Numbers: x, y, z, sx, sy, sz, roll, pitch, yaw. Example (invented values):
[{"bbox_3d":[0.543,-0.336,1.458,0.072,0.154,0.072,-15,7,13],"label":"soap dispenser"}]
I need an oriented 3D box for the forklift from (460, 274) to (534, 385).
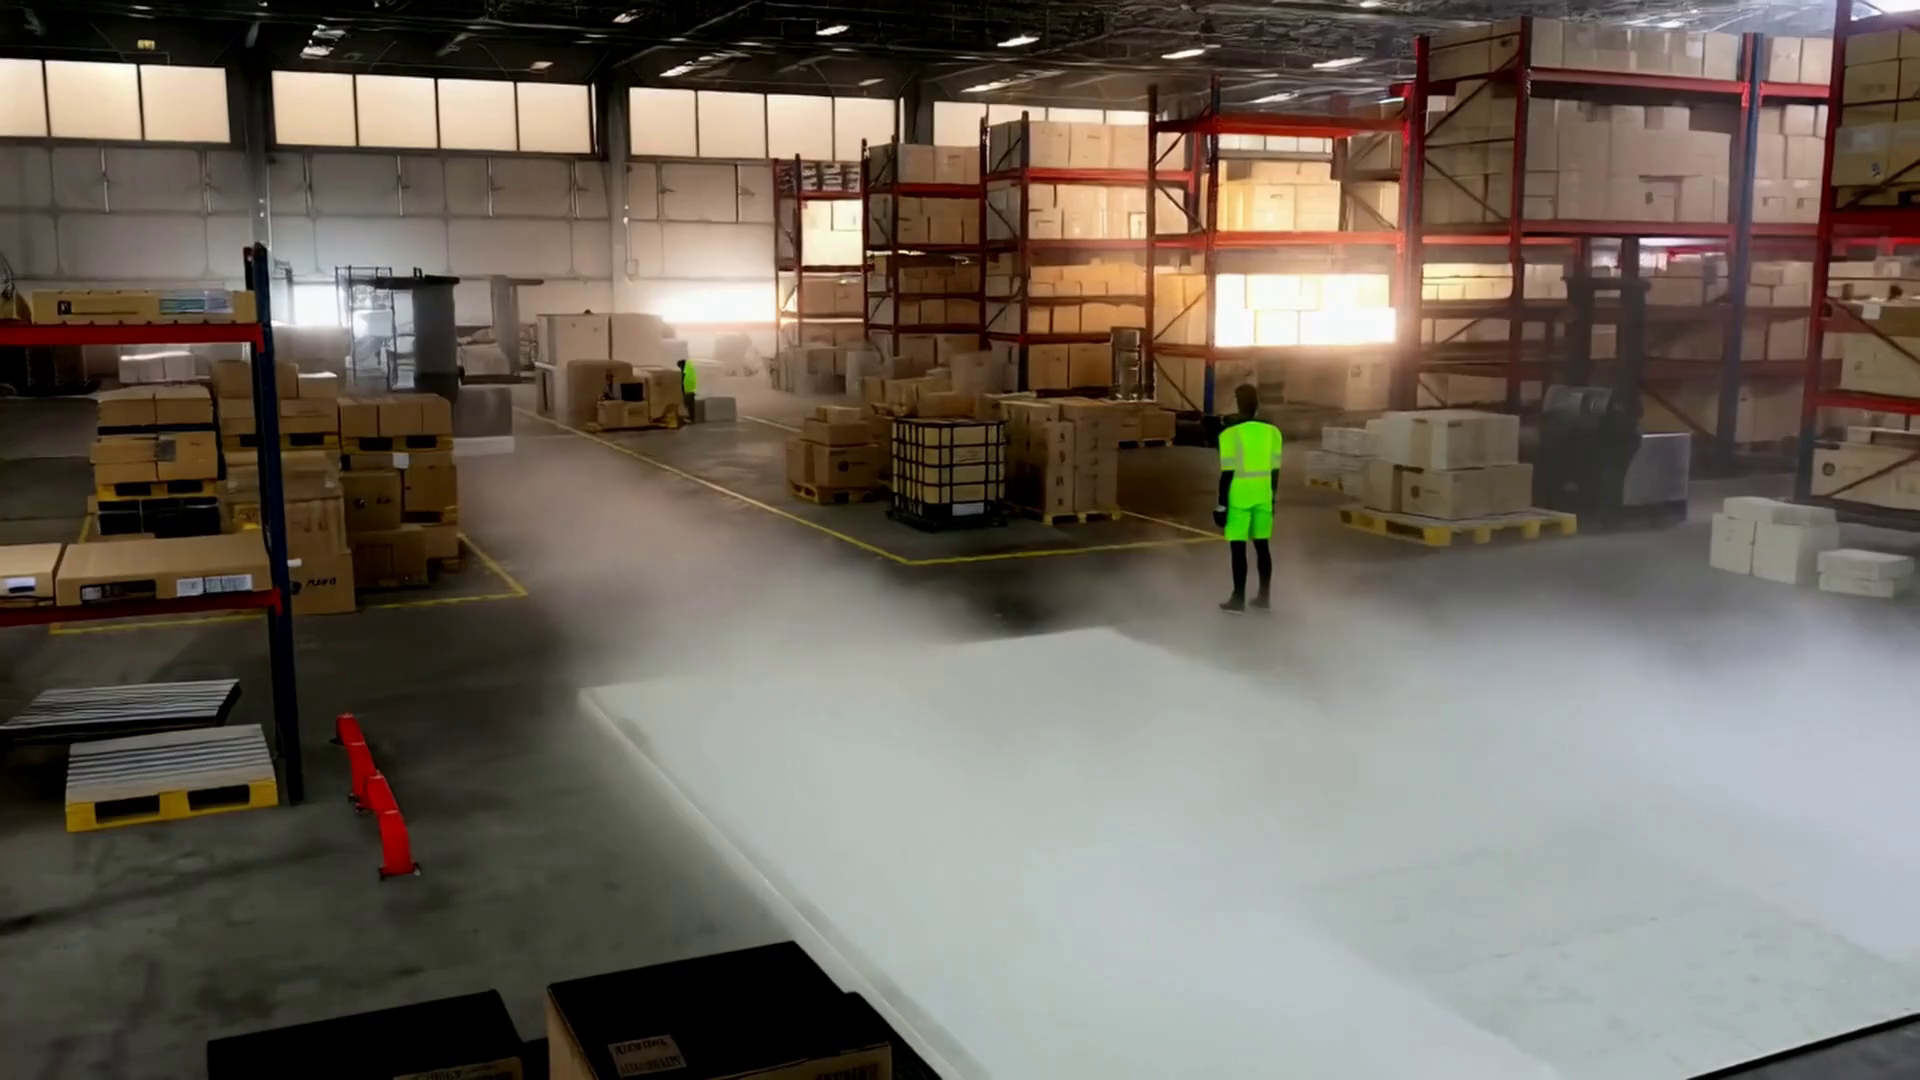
[{"bbox_3d":[-11.695,-5.343,42.237,1.873,2.768,1.129,-4,10,-25],"label":"forklift"}]

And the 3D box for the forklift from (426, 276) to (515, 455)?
[{"bbox_3d":[-8.069,-2.737,26.069,1.873,2.768,1.129,-4,10,-25],"label":"forklift"}]

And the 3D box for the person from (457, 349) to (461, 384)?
[{"bbox_3d":[-8.706,-2.604,27.977,0.611,1.996,0.387,-4,10,-23],"label":"person"}]

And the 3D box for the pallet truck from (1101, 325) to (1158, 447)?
[{"bbox_3d":[2.881,-2.596,27.923,0.823,1.965,1.885,-1,9,-7],"label":"pallet truck"}]

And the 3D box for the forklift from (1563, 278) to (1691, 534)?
[{"bbox_3d":[7.231,-1.558,18.754,1.873,2.768,1.129,-4,10,-25],"label":"forklift"}]

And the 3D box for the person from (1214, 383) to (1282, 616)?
[{"bbox_3d":[2.423,-0.340,14.035,0.605,1.962,0.373,-4,10,-23],"label":"person"}]
